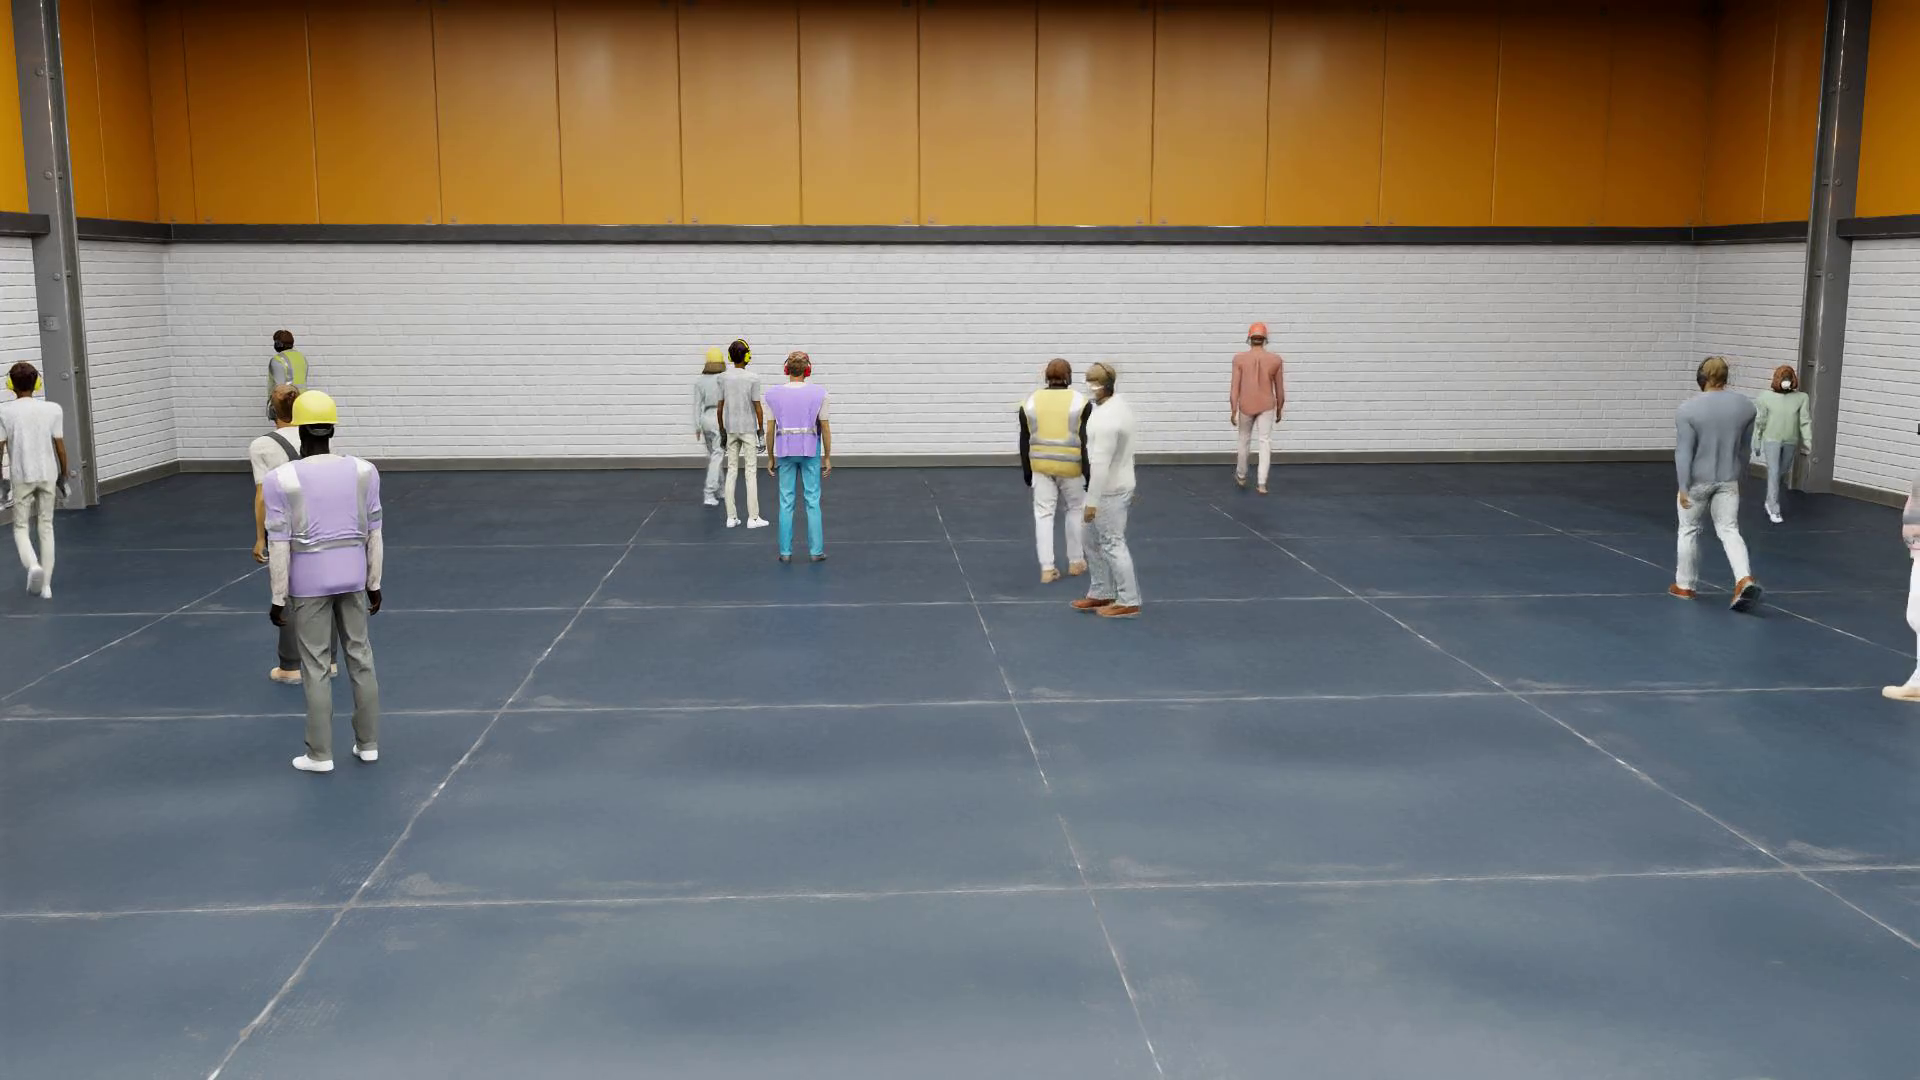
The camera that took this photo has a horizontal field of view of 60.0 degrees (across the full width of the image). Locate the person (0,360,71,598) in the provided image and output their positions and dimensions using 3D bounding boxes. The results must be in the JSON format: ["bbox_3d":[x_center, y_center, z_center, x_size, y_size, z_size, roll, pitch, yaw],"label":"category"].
[{"bbox_3d":[-7.093,-0.448,12.759,0.516,1.856,0.551,-7,11,-36],"label":"person"}]

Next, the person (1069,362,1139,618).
[{"bbox_3d":[1.039,-0.343,11.979,0.591,1.887,0.705,0,9,2],"label":"person"}]

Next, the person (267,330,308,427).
[{"bbox_3d":[-8.156,-1.623,20.172,0.429,1.842,0.634,2,9,10],"label":"person"}]

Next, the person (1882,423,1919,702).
[{"bbox_3d":[5.711,0.082,9.519,0.640,1.826,0.600,-9,13,-44],"label":"person"}]

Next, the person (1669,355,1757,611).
[{"bbox_3d":[5.692,-0.432,12.512,0.628,1.910,0.911,0,9,0],"label":"person"}]

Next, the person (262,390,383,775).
[{"bbox_3d":[-3.191,0.214,8.368,0.585,1.927,0.366,-9,12,-43],"label":"person"}]

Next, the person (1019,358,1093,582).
[{"bbox_3d":[0.833,-0.590,13.755,0.661,1.814,0.784,3,9,17],"label":"person"}]

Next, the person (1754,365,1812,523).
[{"bbox_3d":[8.422,-1.007,17.086,0.505,1.592,0.844,1,9,8],"label":"person"}]

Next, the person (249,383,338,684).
[{"bbox_3d":[-4.082,-0.040,10.220,0.327,1.843,0.515,9,13,44],"label":"person"}]

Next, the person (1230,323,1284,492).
[{"bbox_3d":[3.474,-1.561,19.474,0.637,1.936,0.992,1,9,6],"label":"person"}]

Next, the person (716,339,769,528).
[{"bbox_3d":[-2.158,-1.048,16.473,0.514,1.873,0.328,3,10,18],"label":"person"}]

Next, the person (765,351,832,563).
[{"bbox_3d":[-1.399,-0.711,14.430,0.570,1.845,0.384,0,9,0],"label":"person"}]

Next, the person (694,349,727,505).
[{"bbox_3d":[-2.666,-1.250,18.301,0.490,1.694,0.918,3,10,19],"label":"person"}]
